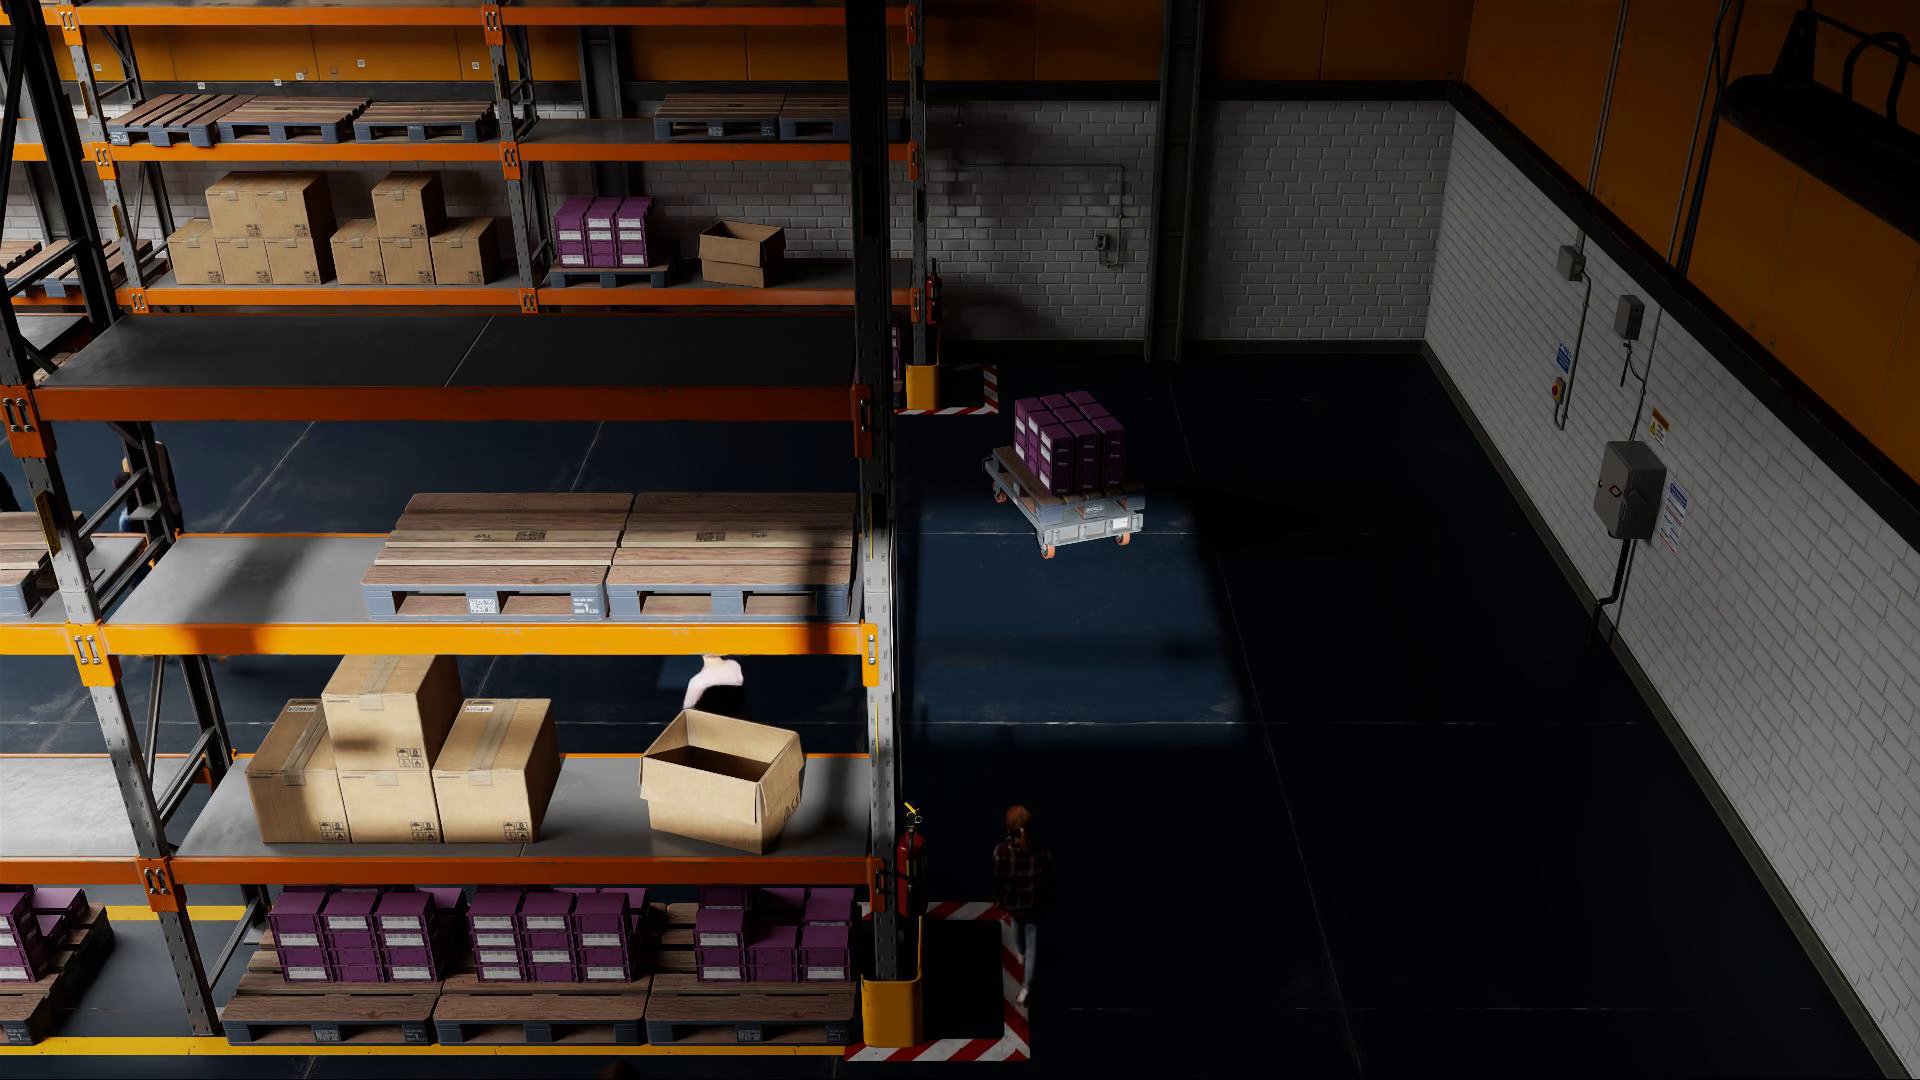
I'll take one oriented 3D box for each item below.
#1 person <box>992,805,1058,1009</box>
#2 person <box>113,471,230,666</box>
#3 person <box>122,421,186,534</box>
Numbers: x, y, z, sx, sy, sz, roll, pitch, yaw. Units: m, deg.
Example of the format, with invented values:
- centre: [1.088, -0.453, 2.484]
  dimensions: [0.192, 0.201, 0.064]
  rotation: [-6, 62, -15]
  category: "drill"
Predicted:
- centre: [0.371, 2.147, 9.737]
  dimensions: [0.869, 1.282, 0.658]
  rotation: [3, 29, 6]
  category: "person"
- centre: [-6.087, 0.276, 12.755]
  dimensions: [1.199, 1.677, 0.759]
  rotation: [5, 29, 9]
  category: "person"
- centre: [-6.495, -0.200, 13.515]
  dimensions: [0.663, 1.784, 0.677]
  rotation: [12, 31, 20]
  category: "person"
